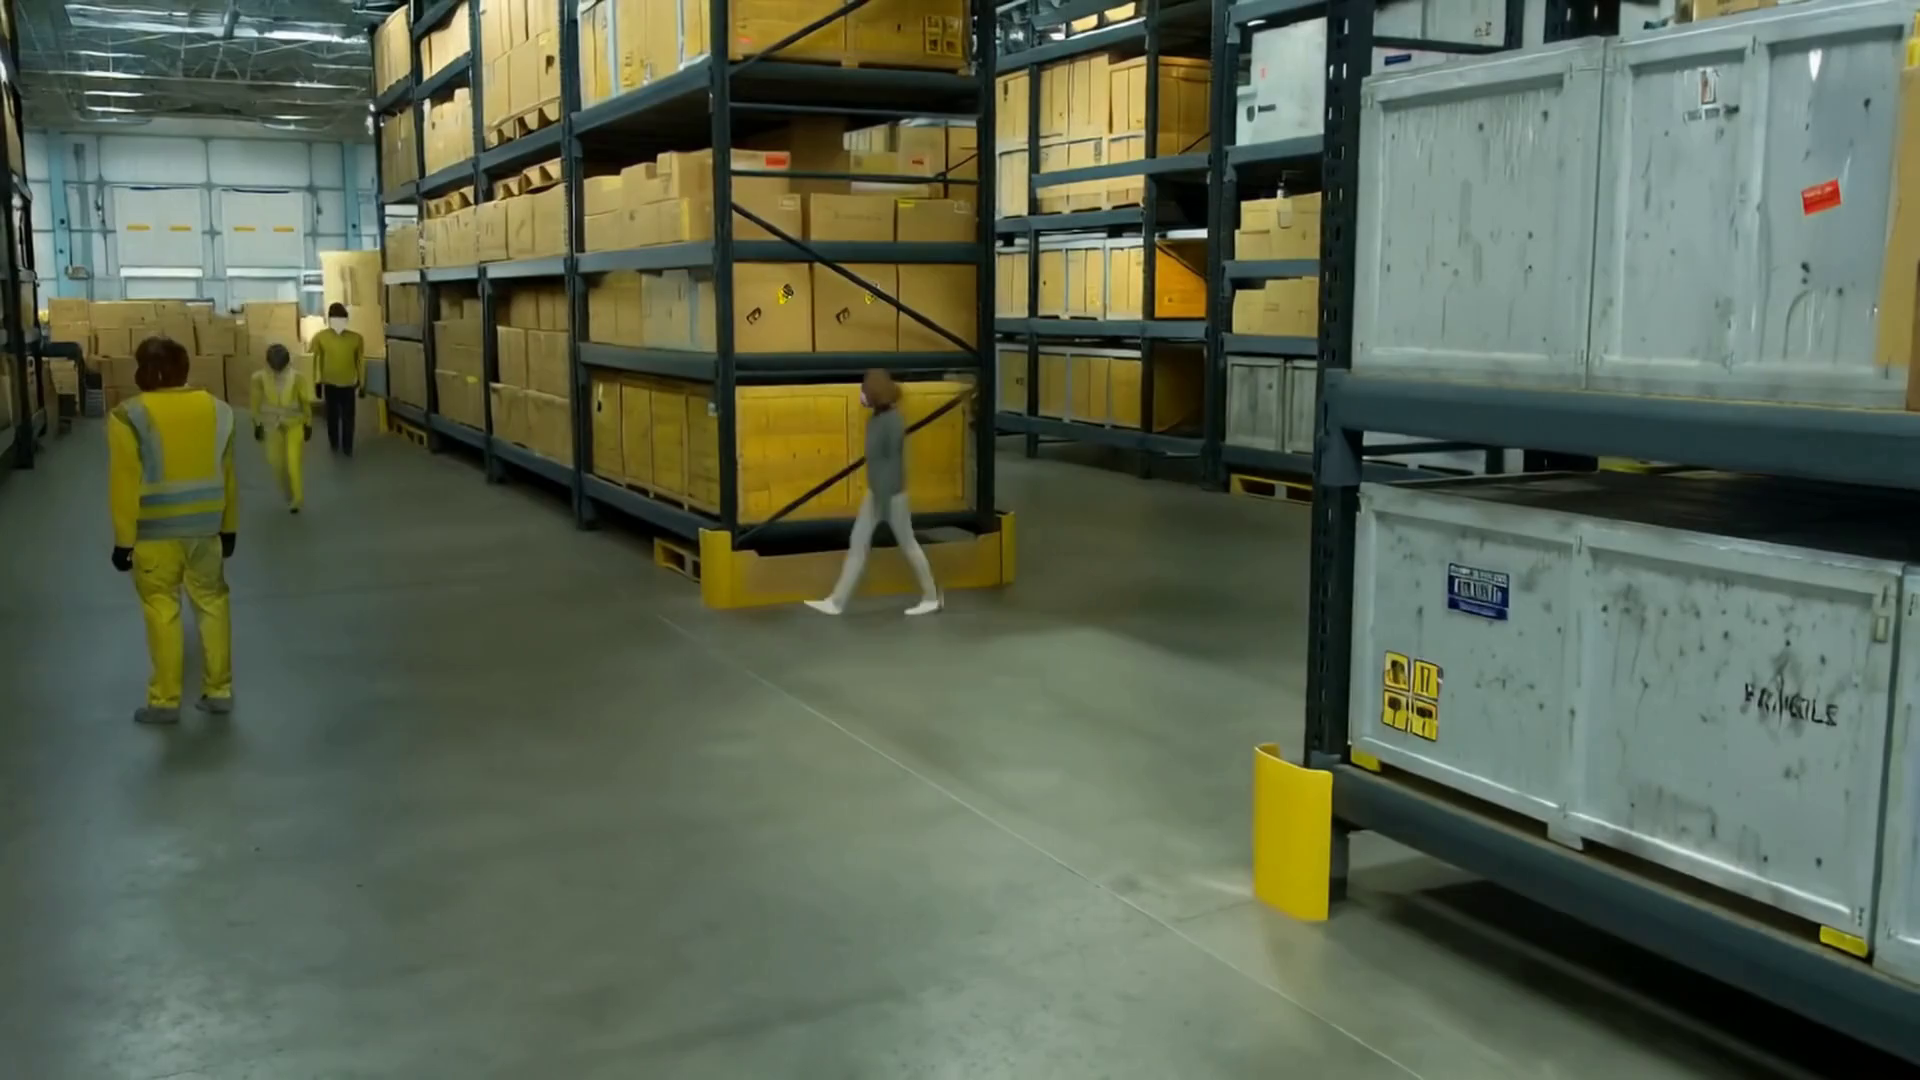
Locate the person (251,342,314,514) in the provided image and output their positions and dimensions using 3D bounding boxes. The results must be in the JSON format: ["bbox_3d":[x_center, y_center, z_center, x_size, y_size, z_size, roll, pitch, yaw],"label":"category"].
[{"bbox_3d":[-6.377,-1.058,15.692,0.548,1.615,0.484,-2,8,-13],"label":"person"}]

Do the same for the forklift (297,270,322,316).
[{"bbox_3d":[-18.345,-6.292,47.477,1.129,2.768,1.873,-5,10,-32],"label":"forklift"}]

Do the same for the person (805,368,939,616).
[{"bbox_3d":[-0.520,-0.287,10.514,0.881,1.583,0.518,-4,9,-26],"label":"person"}]

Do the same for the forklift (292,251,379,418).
[{"bbox_3d":[-10.400,-3.519,28.352,1.129,2.768,1.873,3,9,19],"label":"forklift"}]

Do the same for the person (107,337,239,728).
[{"bbox_3d":[-3.738,-0.039,7.908,0.429,1.846,0.633,5,10,33],"label":"person"}]

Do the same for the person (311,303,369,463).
[{"bbox_3d":[-7.581,-1.909,20.369,0.654,1.964,0.836,-3,9,-22],"label":"person"}]

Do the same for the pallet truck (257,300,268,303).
[{"bbox_3d":[-23.913,-7.404,58.171,1.885,1.965,0.823,-1,8,-9],"label":"pallet truck"}]

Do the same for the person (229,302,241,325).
[{"bbox_3d":[-25.937,-7.523,59.292,0.882,1.905,0.578,-1,8,-5],"label":"person"}]
